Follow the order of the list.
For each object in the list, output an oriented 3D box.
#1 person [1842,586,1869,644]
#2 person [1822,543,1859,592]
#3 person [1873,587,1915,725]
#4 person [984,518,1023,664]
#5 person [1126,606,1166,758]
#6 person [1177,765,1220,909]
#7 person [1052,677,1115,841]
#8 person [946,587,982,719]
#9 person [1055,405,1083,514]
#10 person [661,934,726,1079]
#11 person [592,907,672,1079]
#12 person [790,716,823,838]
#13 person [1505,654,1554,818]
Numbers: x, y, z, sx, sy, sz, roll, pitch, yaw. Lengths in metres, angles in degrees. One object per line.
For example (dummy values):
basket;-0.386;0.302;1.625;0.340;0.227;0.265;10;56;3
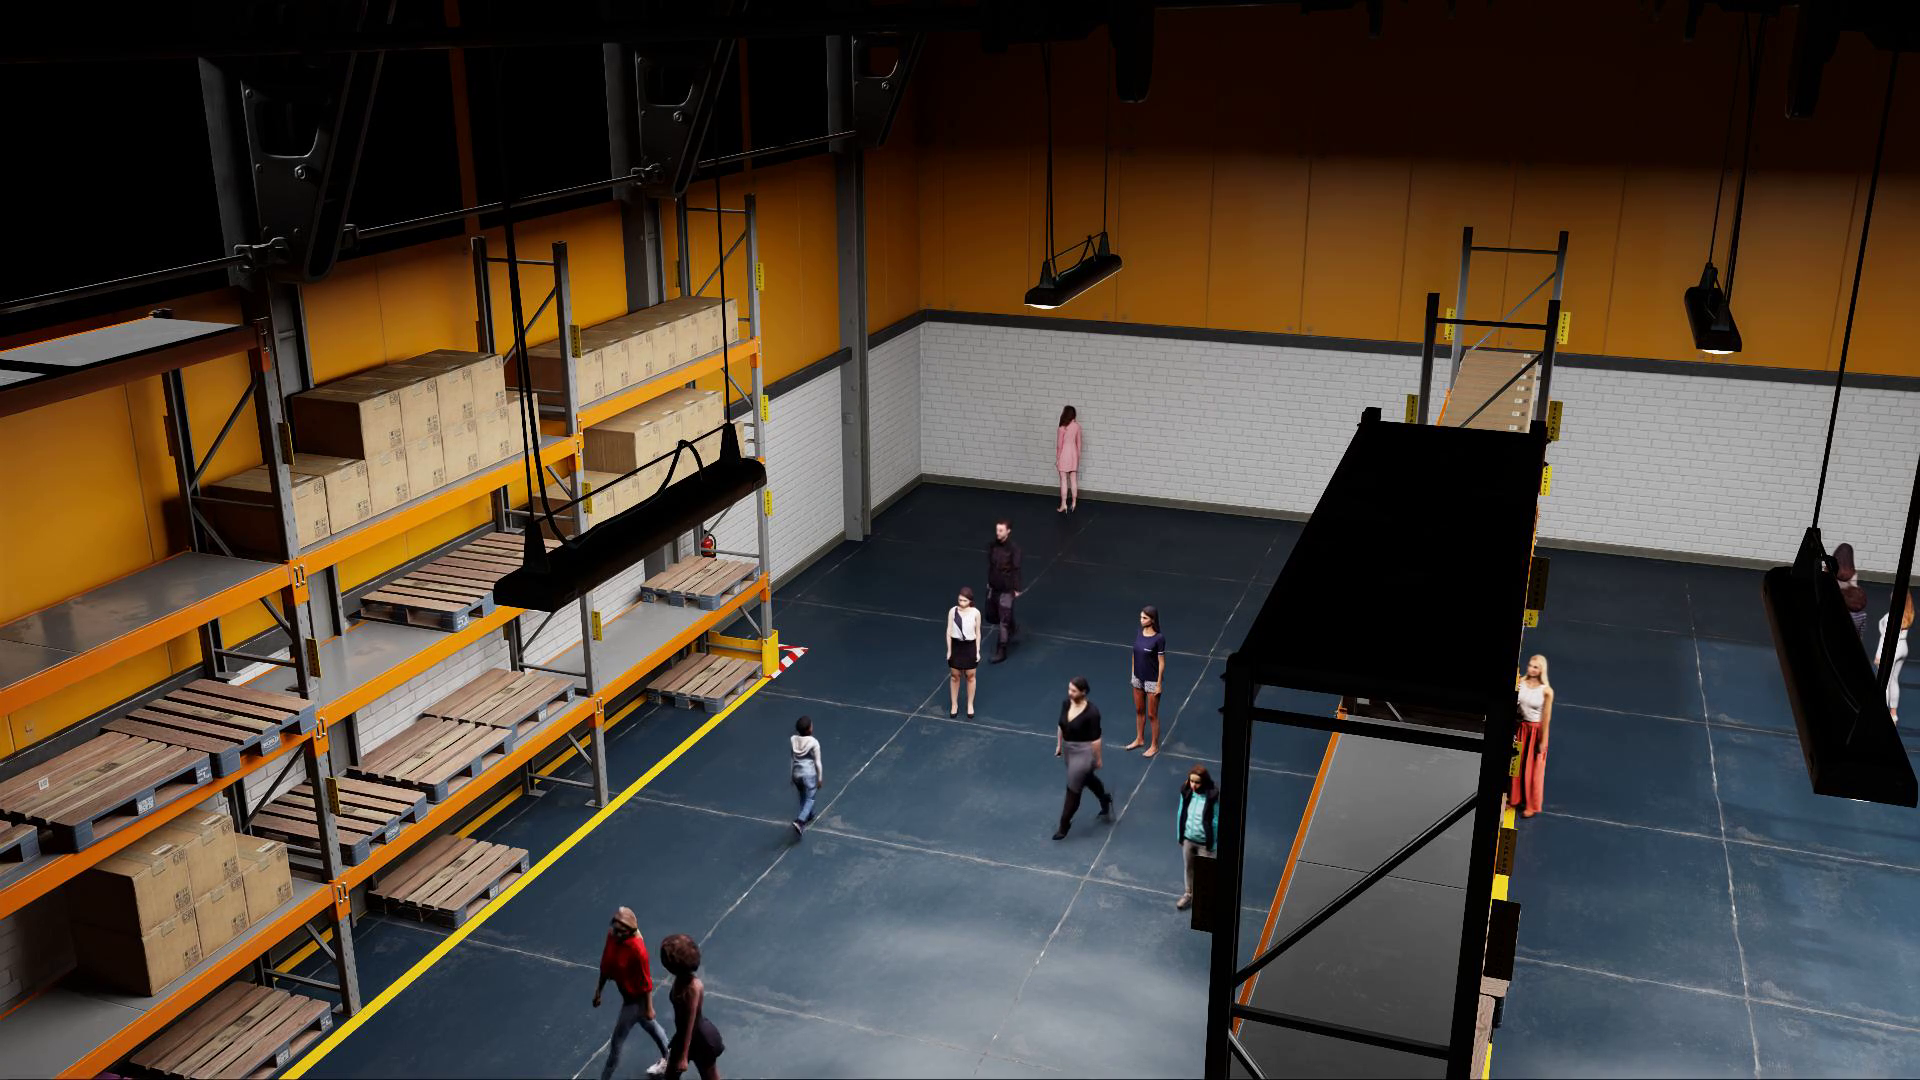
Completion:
person;10.386;1.345;19.549;0.702;1.703;0.717;-4;19;-11
person;10.964;0.882;20.861;0.633;1.743;0.579;11;22;31
person;10.864;1.368;19.385;0.643;1.763;0.719;-11;21;-29
person;0.583;0.607;21.424;0.903;1.903;1.070;16;24;39
person;2.124;1.576;18.763;0.670;1.765;0.663;-16;24;-39
person;2.240;2.784;15.594;0.609;1.498;0.624;11;21;29
person;1.309;2.189;17.020;1.224;1.717;1.060;-13;22;-33
person;0.044;1.321;19.701;0.611;1.651;0.597;1;19;3
person;1.781;-1.334;27.345;0.680;1.802;0.739;-8;20;-23
person;-1.889;3.717;12.404;0.887;1.767;0.805;-14;23;-36
person;-2.496;3.563;13.048;1.228;1.647;1.016;-14;23;-36
person;-1.619;2.423;17.065;0.489;1.245;0.795;7;20;21
person;5.959;2.024;17.379;0.753;1.800;0.725;-15;24;-38
